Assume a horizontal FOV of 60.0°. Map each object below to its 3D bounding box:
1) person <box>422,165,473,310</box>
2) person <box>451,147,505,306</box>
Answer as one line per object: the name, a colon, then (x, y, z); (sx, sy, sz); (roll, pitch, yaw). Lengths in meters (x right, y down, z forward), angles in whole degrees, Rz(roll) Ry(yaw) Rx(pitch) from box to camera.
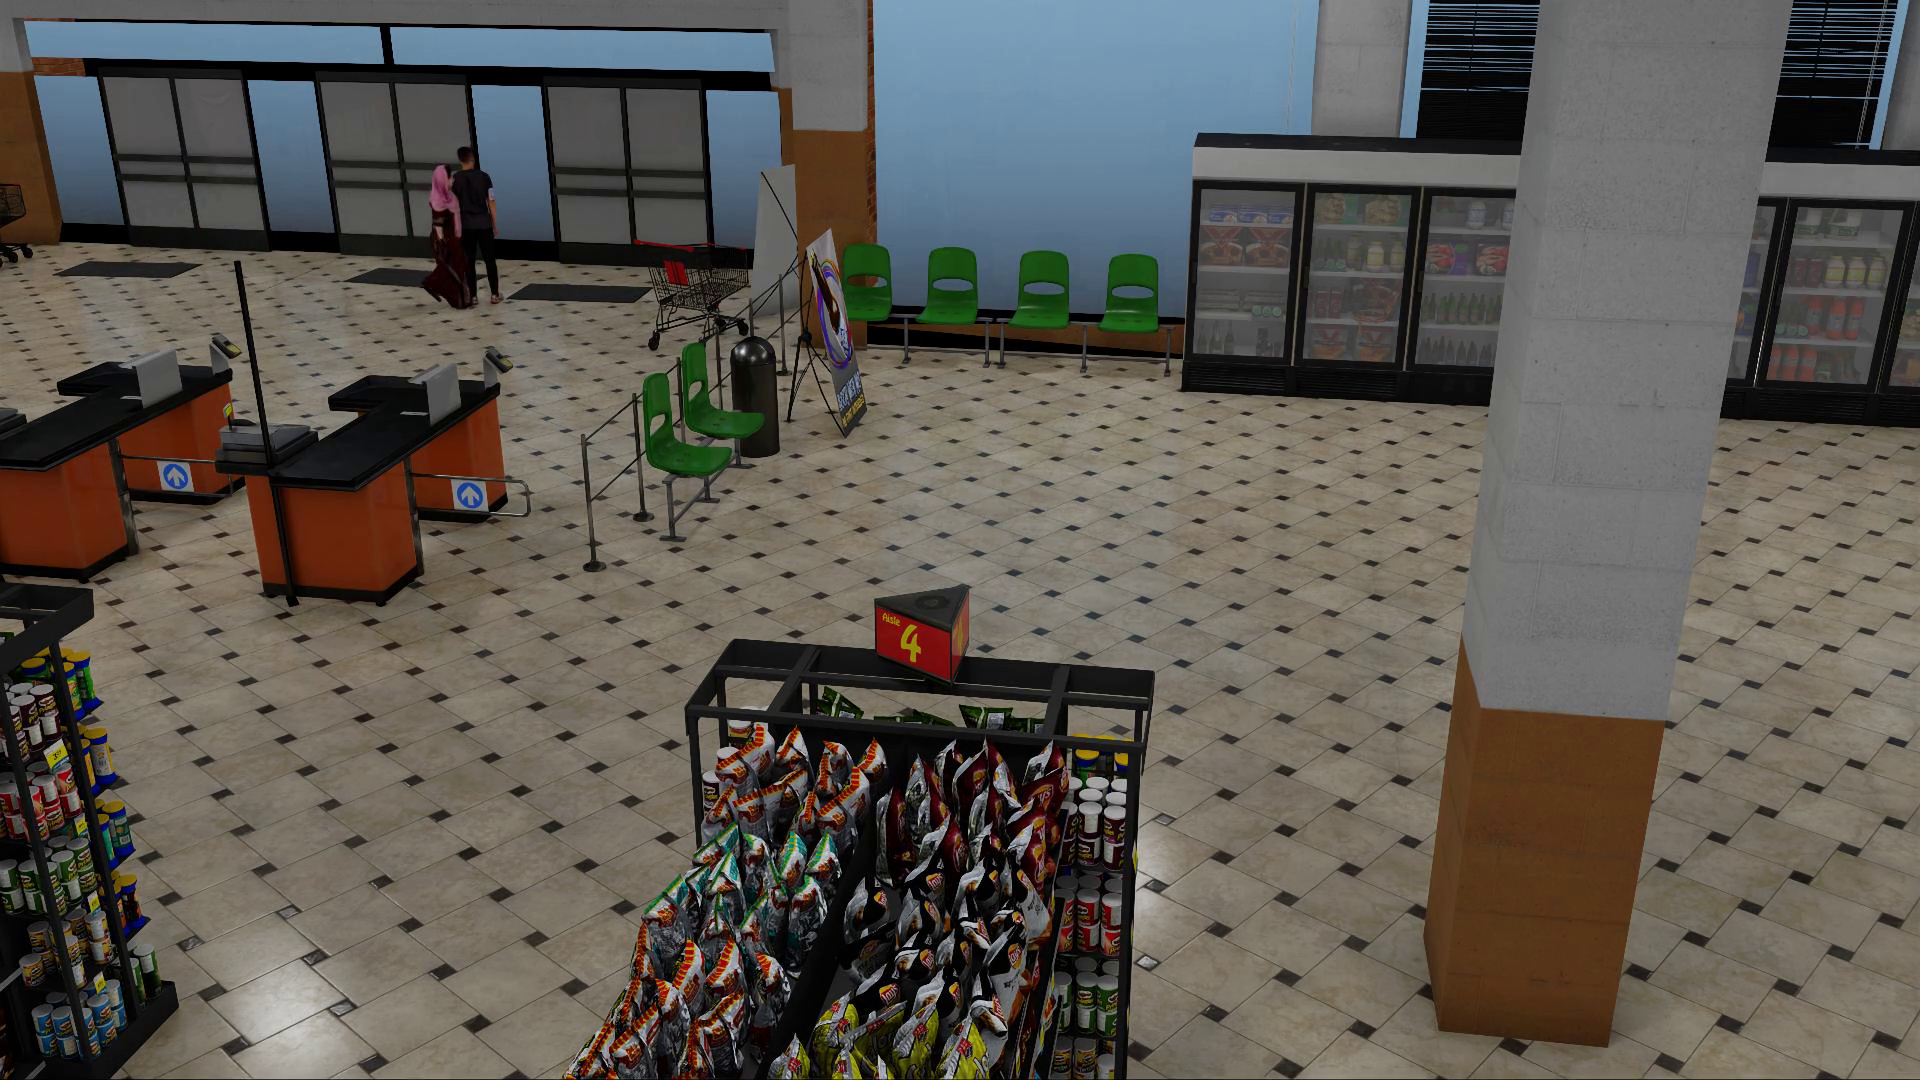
person: (-5.807, -3.364, 18.546); (0.718, 1.615, 0.726); (1, 22, 4)
person: (-5.488, -3.553, 18.821); (0.704, 1.762, 0.672); (-5, 22, -12)
